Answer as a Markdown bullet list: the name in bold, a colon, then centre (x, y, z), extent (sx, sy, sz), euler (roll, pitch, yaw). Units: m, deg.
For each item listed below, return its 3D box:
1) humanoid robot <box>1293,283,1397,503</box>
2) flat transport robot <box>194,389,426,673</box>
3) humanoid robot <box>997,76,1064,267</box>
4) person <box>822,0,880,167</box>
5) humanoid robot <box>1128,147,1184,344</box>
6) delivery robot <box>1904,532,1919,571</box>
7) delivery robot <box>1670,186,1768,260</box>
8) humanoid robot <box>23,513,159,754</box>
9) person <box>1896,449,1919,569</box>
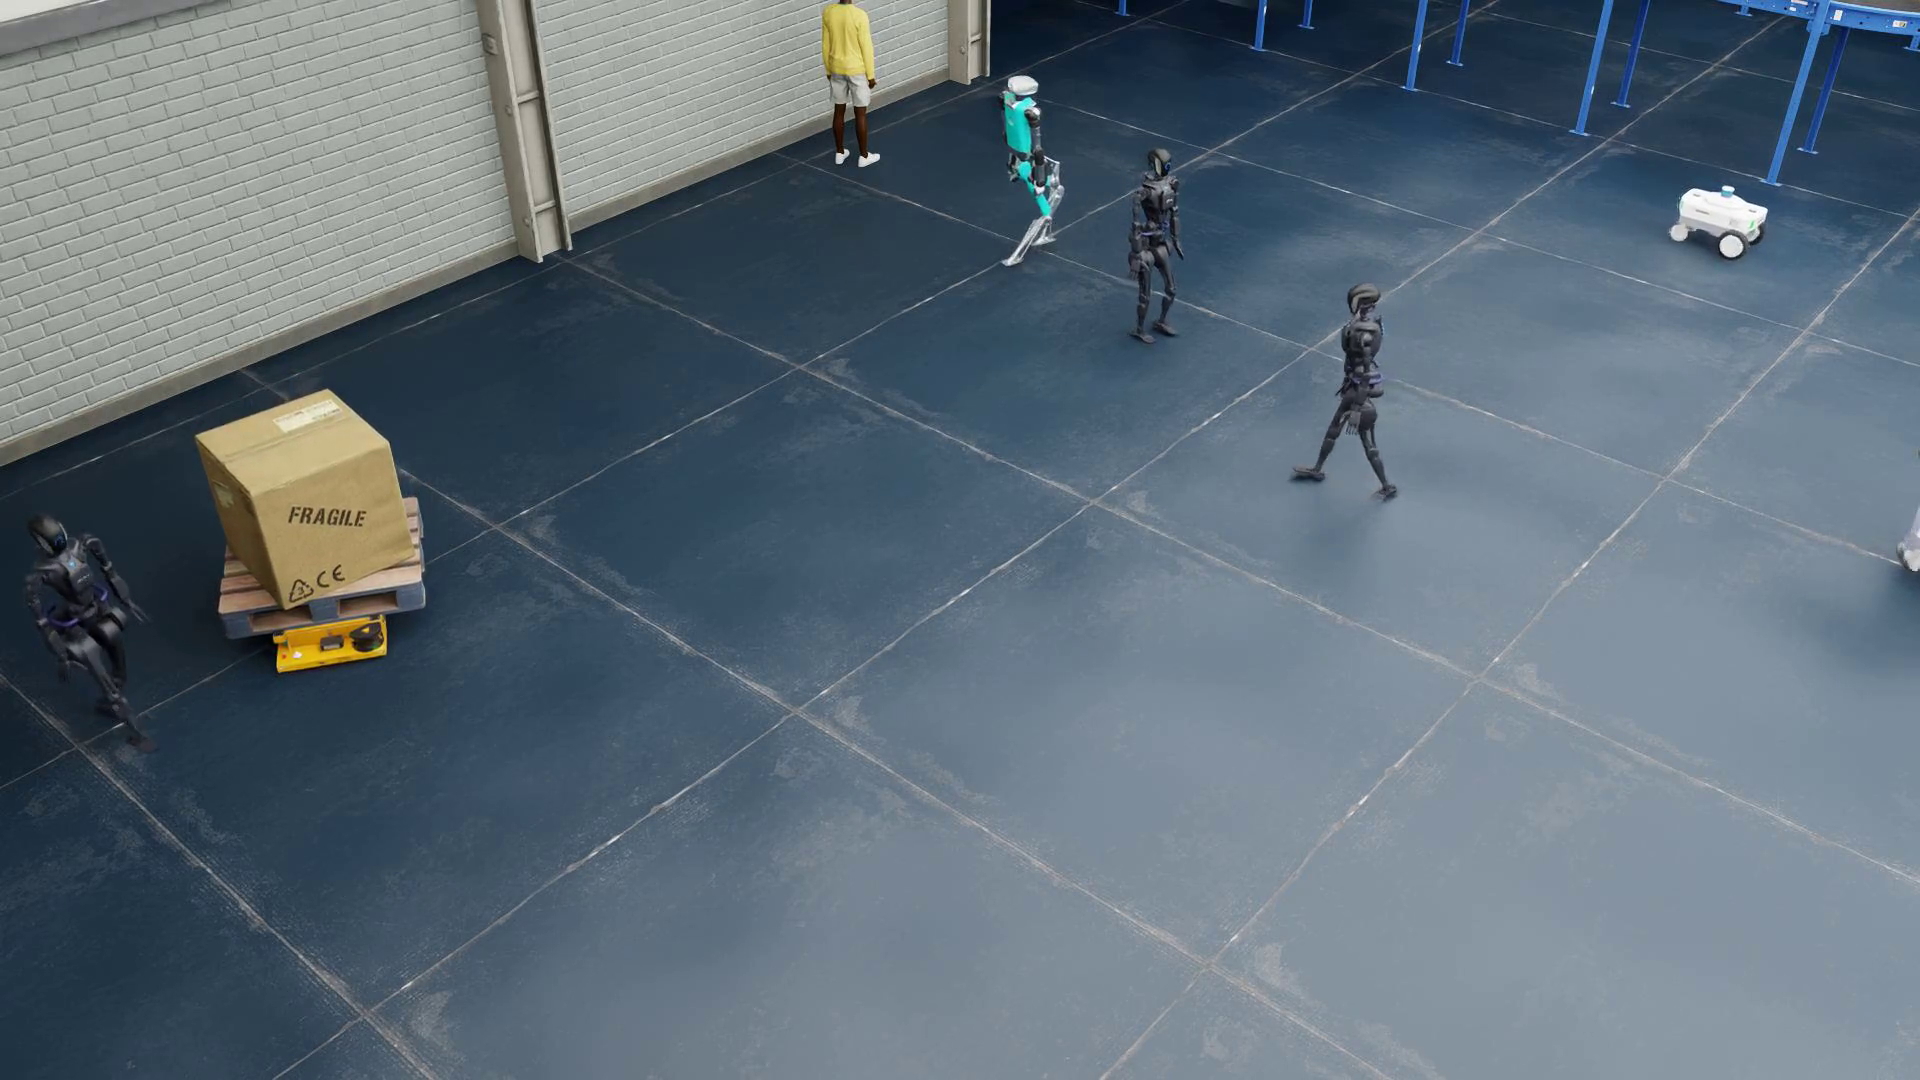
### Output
- **humanoid robot**: centre (2.813, -1.040, 11.670), extent (0.705, 1.632, 0.594), euler (1, 35, 1)
- **flat transport robot**: centre (-4.121, 0.324, 10.933), extent (0.659, 0.231, 1.431), euler (-9, 37, -13)
- **humanoid robot**: centre (0.720, -3.291, 14.747), extent (0.863, 1.766, 0.554), euler (-21, 41, -27)
- **person**: centre (-1.097, -4.649, 16.512), extent (0.541, 1.899, 0.376), euler (14, 38, 18)
- **humanoid robot**: centre (1.575, -2.388, 13.520), extent (0.589, 1.650, 0.334), euler (-30, 45, -35)
- **delivery robot**: centre (6.705, 0.116, 10.983), extent (0.499, 0.601, 0.805), euler (-13, 38, -18)
- **delivery robot**: centre (7.002, -2.937, 15.282), extent (0.815, 0.614, 0.499), euler (28, 44, 33)
- **humanoid robot**: centre (-4.980, 0.491, 9.526), extent (0.606, 1.652, 0.614), euler (16, 39, 21)
- **person**: centre (6.585, -0.578, 10.840), extent (0.563, 1.847, 0.395), euler (17, 39, 22)
